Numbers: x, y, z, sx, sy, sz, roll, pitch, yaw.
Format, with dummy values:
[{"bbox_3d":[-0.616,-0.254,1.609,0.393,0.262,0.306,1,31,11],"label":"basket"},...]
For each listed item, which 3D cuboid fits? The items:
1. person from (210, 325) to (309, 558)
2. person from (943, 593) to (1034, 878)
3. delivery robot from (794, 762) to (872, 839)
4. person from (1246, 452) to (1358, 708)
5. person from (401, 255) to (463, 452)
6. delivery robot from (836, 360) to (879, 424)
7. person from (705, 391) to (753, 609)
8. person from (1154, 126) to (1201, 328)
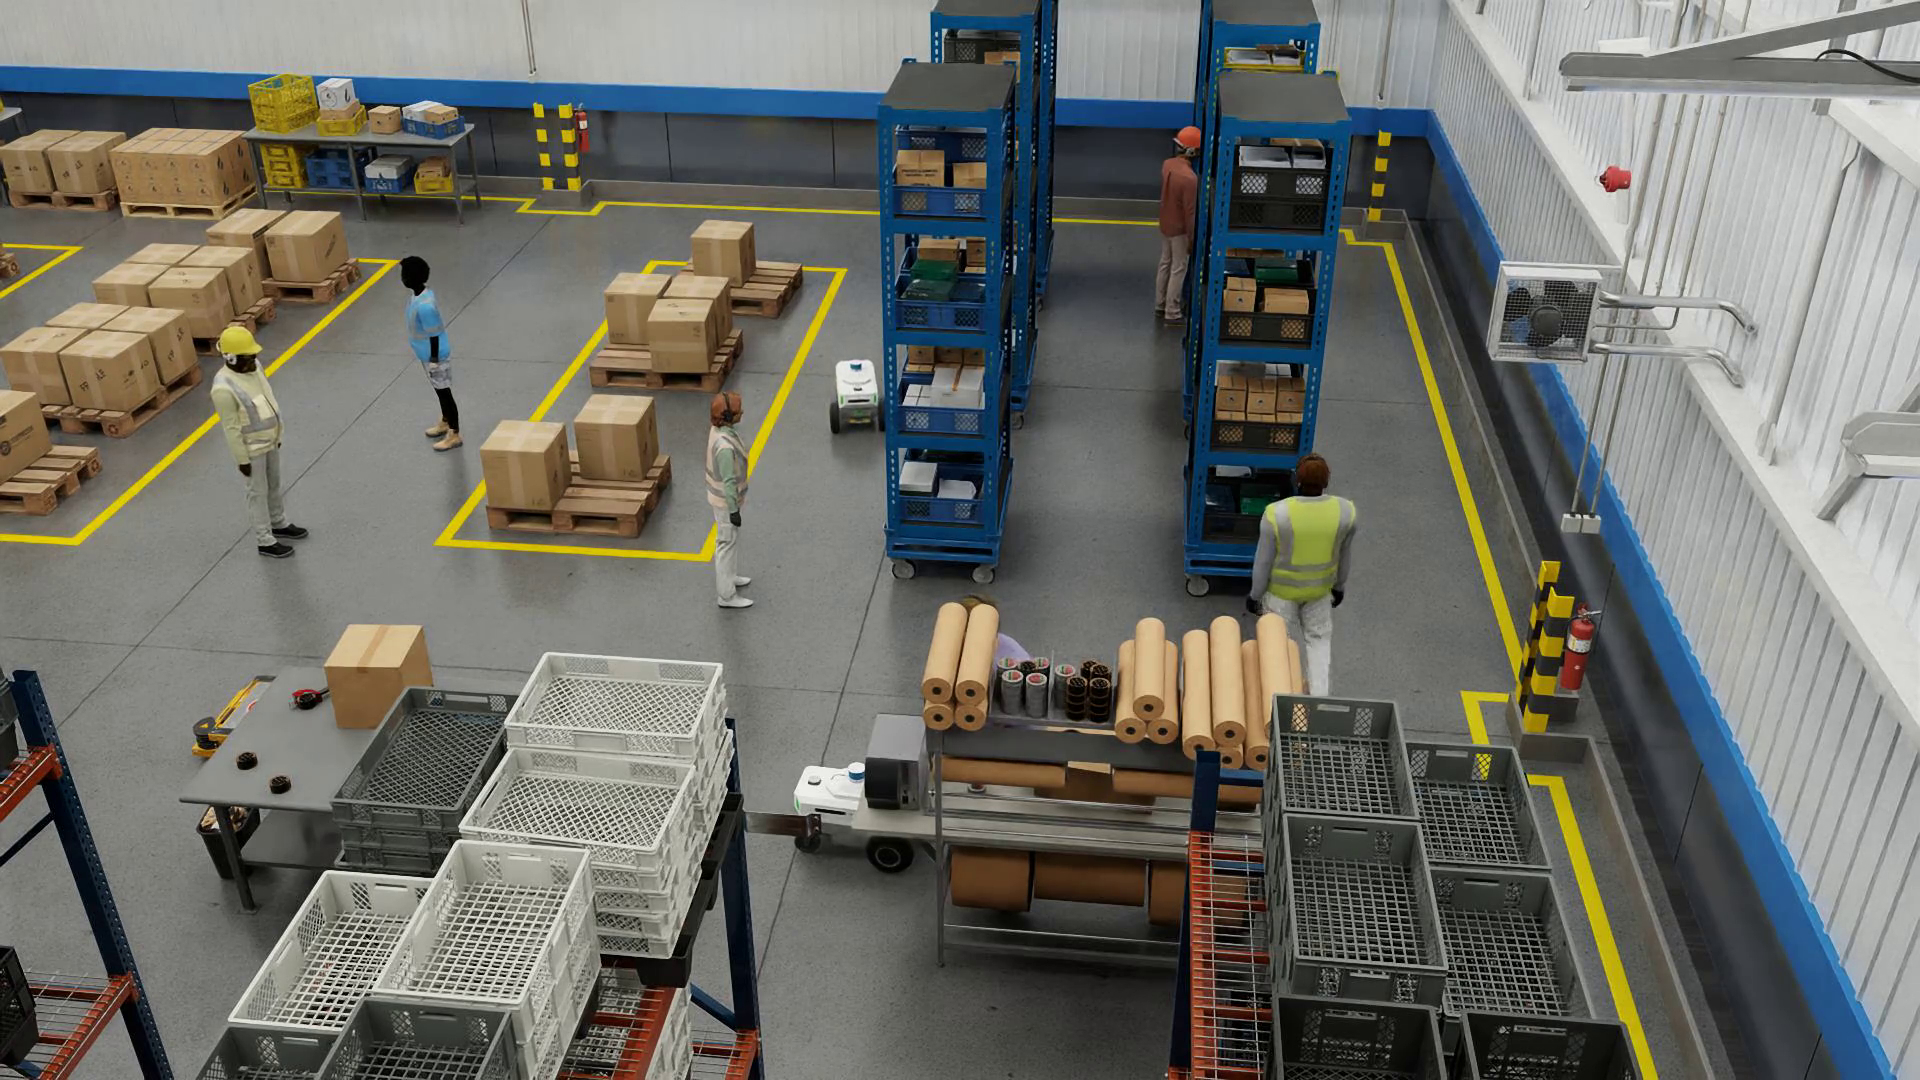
[{"bbox_3d":[-5.236,-0.744,12.395,0.403,1.826,0.591,2,30,4],"label":"person"},{"bbox_3d":[0.129,1.100,9.125,0.632,1.930,0.374,19,35,29],"label":"person"},{"bbox_3d":[-0.595,1.515,9.675,0.707,0.478,0.477,6,31,10],"label":"delivery robot"},{"bbox_3d":[2.157,0.310,10.599,0.672,1.832,0.605,-4,30,-6],"label":"person"},{"bbox_3d":[-4.434,-1.572,13.936,0.322,1.697,0.531,-12,32,-20],"label":"person"},{"bbox_3d":[-0.905,-1.342,14.581,0.477,0.478,0.707,-3,30,-5],"label":"delivery robot"},{"bbox_3d":[-1.636,-0.291,11.804,0.317,1.633,0.515,-5,31,-8],"label":"person"},{"bbox_3d":[2.145,-3.041,16.186,0.413,1.982,0.623,-10,32,-17],"label":"person"}]
